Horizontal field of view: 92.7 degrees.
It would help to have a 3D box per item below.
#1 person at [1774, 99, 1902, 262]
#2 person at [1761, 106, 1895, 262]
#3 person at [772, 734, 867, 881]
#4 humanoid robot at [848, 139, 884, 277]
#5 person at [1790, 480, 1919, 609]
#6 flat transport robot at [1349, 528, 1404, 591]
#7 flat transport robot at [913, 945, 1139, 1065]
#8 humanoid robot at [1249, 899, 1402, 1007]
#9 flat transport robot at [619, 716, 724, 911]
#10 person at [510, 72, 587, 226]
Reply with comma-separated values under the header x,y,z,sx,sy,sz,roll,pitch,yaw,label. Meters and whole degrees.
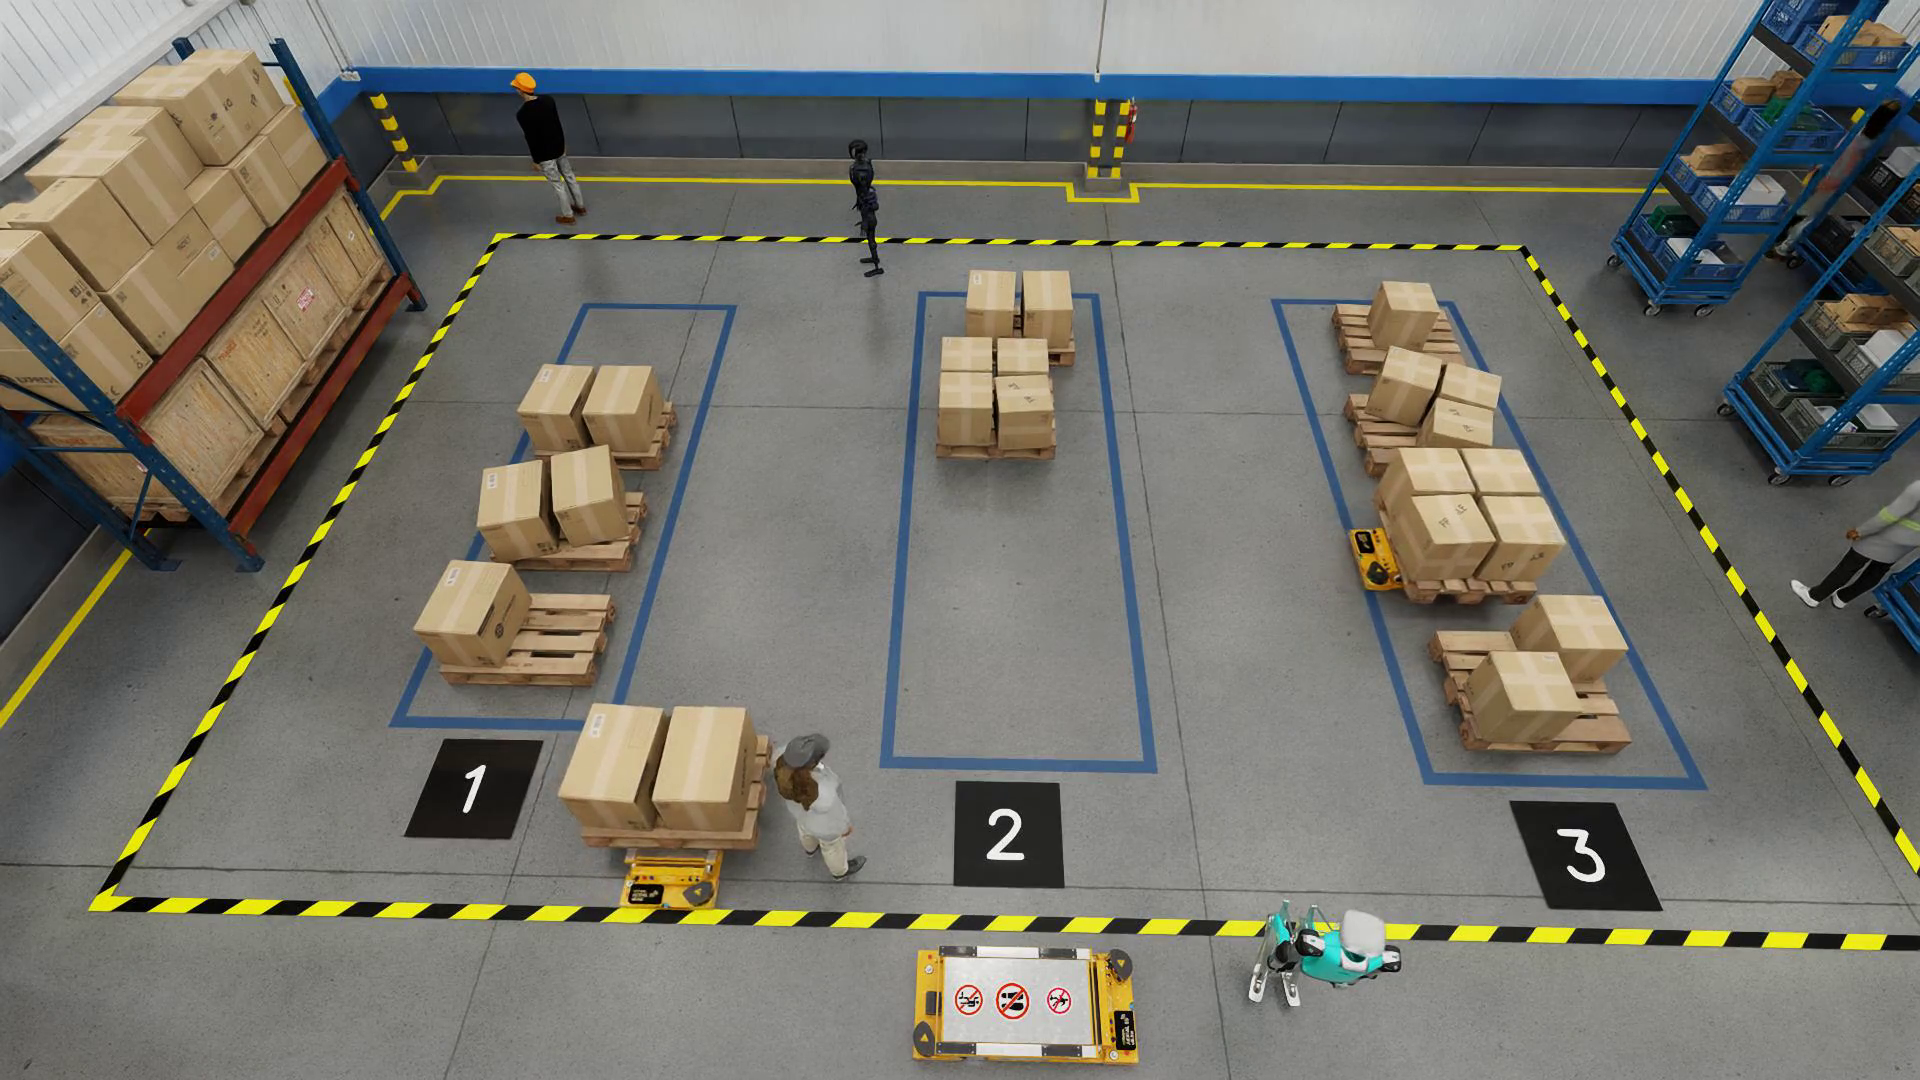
x,y,z,sx,sy,sz,roll,pitch,yaw,label
10.388,-4.240,10.876,0.627,1.931,0.379,-18,53,-14,person
10.304,-4.244,10.886,0.778,1.921,0.475,-15,52,-12,person
-0.951,1.779,6.067,0.574,1.768,0.399,35,59,25,person
-1.111,-3.883,10.731,0.315,1.659,0.599,-8,51,-6,humanoid robot
7.688,-0.081,7.533,0.587,1.847,0.397,6,51,5,person
4.365,0.150,8.346,1.431,0.197,0.652,1,51,1,flat transport robot
0.422,3.041,6.007,1.431,0.231,0.659,1,51,1,flat transport robot
2.125,2.381,5.514,0.533,1.672,0.735,8,51,7,humanoid robot
-2.045,1.997,6.840,0.652,0.197,1.431,1,51,1,flat transport robot
-5.105,-4.837,11.388,0.361,1.884,0.587,19,53,15,person
